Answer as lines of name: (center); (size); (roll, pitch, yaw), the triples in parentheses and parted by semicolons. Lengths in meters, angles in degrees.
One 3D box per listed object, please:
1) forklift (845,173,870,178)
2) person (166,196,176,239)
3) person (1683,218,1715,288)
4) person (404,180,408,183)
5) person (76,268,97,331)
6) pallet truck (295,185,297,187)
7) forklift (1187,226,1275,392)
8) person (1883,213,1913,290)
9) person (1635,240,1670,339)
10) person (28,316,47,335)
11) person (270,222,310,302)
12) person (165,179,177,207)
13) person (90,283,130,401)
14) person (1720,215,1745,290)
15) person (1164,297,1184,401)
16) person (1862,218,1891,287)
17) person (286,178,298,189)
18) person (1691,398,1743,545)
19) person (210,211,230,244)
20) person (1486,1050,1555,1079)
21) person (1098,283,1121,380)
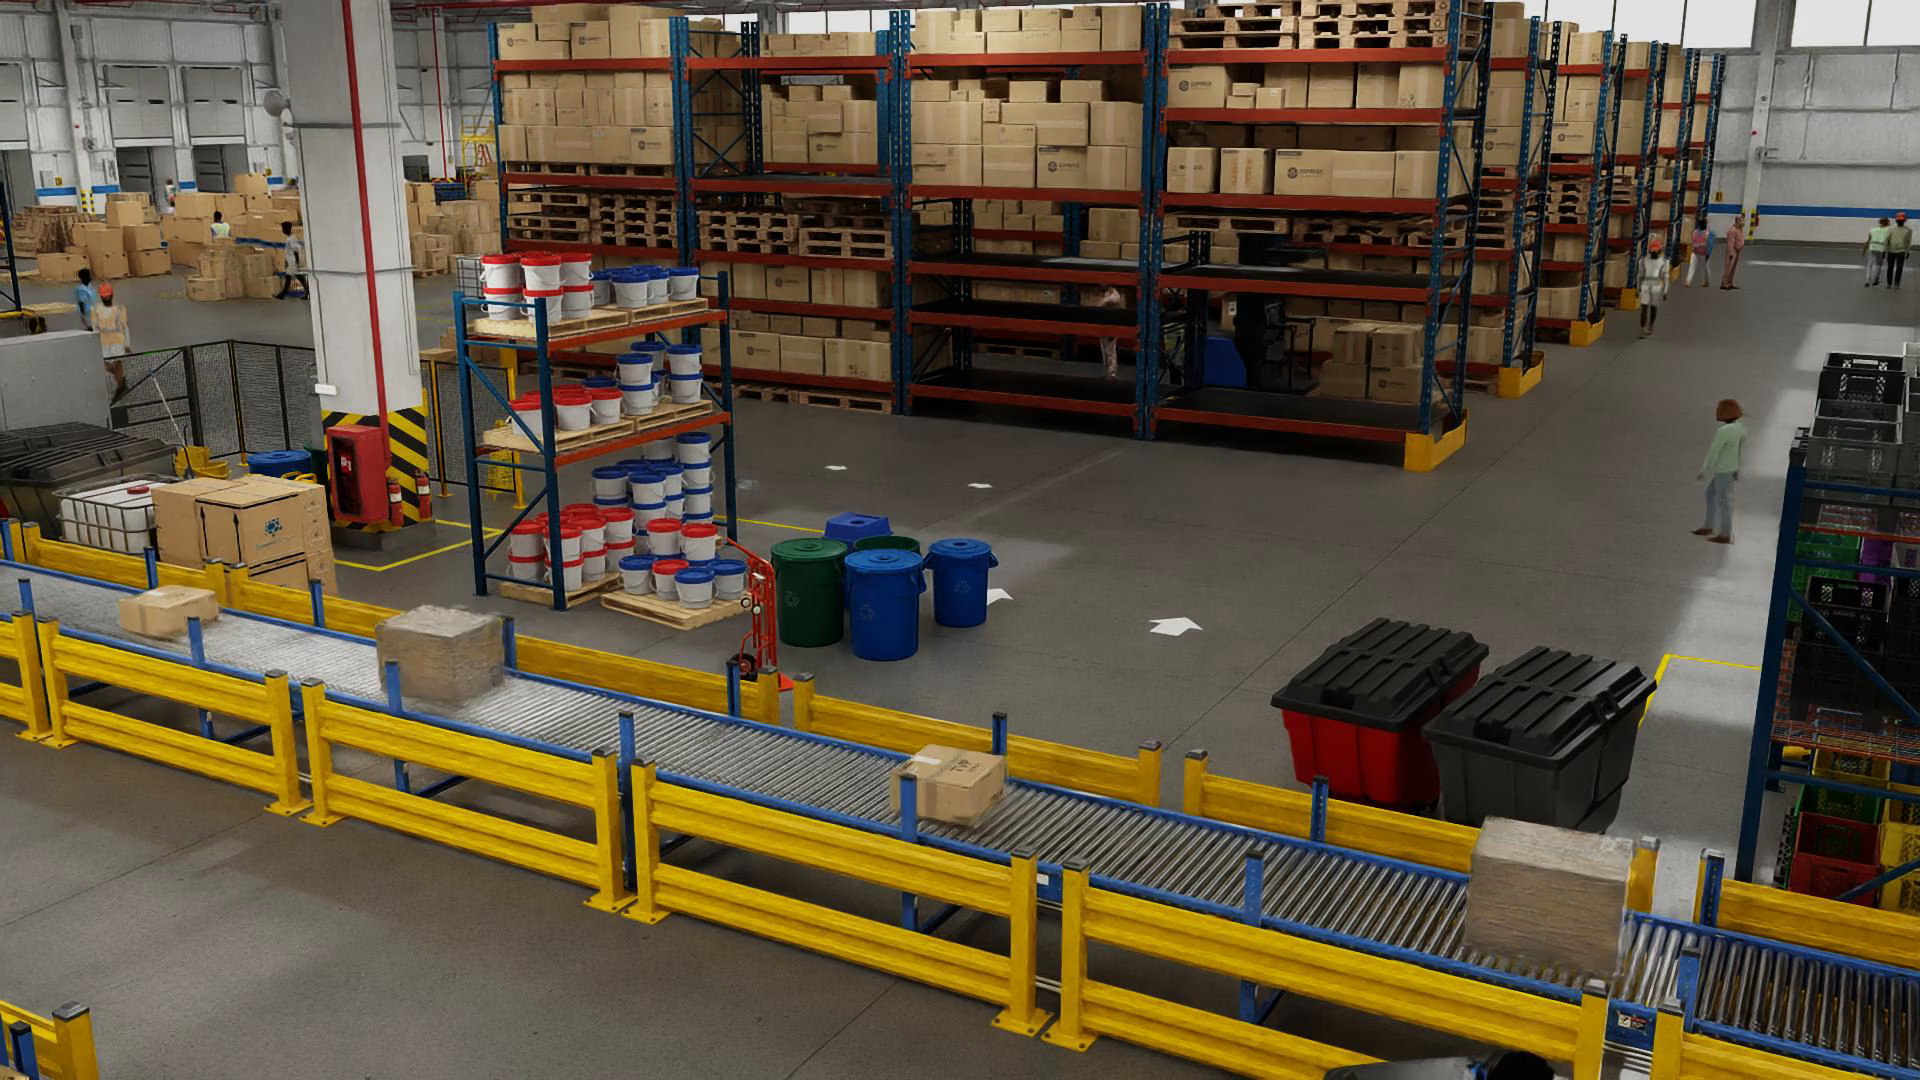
forklift: (-3.491, -11.519, 56.403); (1.129, 2.768, 1.873); (11, 19, 36)
person: (-23.943, -9.552, 50.895); (0.569, 1.884, 0.977); (7, 17, 26)
person: (19.249, -7.450, 43.197); (0.976, 1.803, 0.627); (-11, 19, -37)
person: (-22.909, -14.146, 68.300); (0.572, 1.837, 1.004); (-11, 18, -34)
person: (-16.648, -4.326, 31.643); (0.447, 1.689, 0.538); (-2, 15, -7)
pallet truck: (-26.804, -14.617, 69.738); (1.885, 1.965, 0.823); (-14, 20, -42)
forklift: (4.694, -3.625, 26.727); (1.873, 2.768, 1.129); (8, 17, 28)
person: (24.046, -7.400, 42.698); (0.630, 1.950, 0.979); (8, 17, 28)
person: (14.250, -5.173, 34.246); (0.622, 2.003, 1.026); (7, 16, 25)
person: (-13.126, -2.253, 23.586); (0.920, 1.831, 0.518); (-13, 20, -40)
person: (-16.223, -6.717, 40.186); (0.996, 1.911, 0.635); (-7, 16, -24)
person: (-32.193, -13.945, 67.988); (0.527, 1.583, 0.885); (7, 16, 24)
person: (-13.834, -3.249, 27.158); (0.562, 1.924, 0.699); (-2, 15, -8)
person: (19.931, -7.386, 42.770); (0.636, 1.900, 0.397); (-13, 20, -40)
person: (3.475, -3.114, 27.075); (0.318, 1.697, 0.535); (-3, 15, -11)
person: (23.978, -7.527, 43.502); (0.697, 1.776, 0.982); (14, 20, 42)
person: (-24.898, -12.555, 62.123); (0.644, 1.925, 0.502); (9, 18, 31)
person: (8.347, -0.767, 18.400); (0.586, 1.617, 0.501); (14, 20, 41)
person: (-19.502, -7.718, 43.954); (0.384, 1.918, 0.596); (6, 16, 23)
person: (1.908, 2.563, 5.770); (0.537, 1.666, 0.564); (4, 15, 15)
person: (2.514, -3.605, 28.520); (0.403, 1.904, 0.651); (-3, 15, -11)
